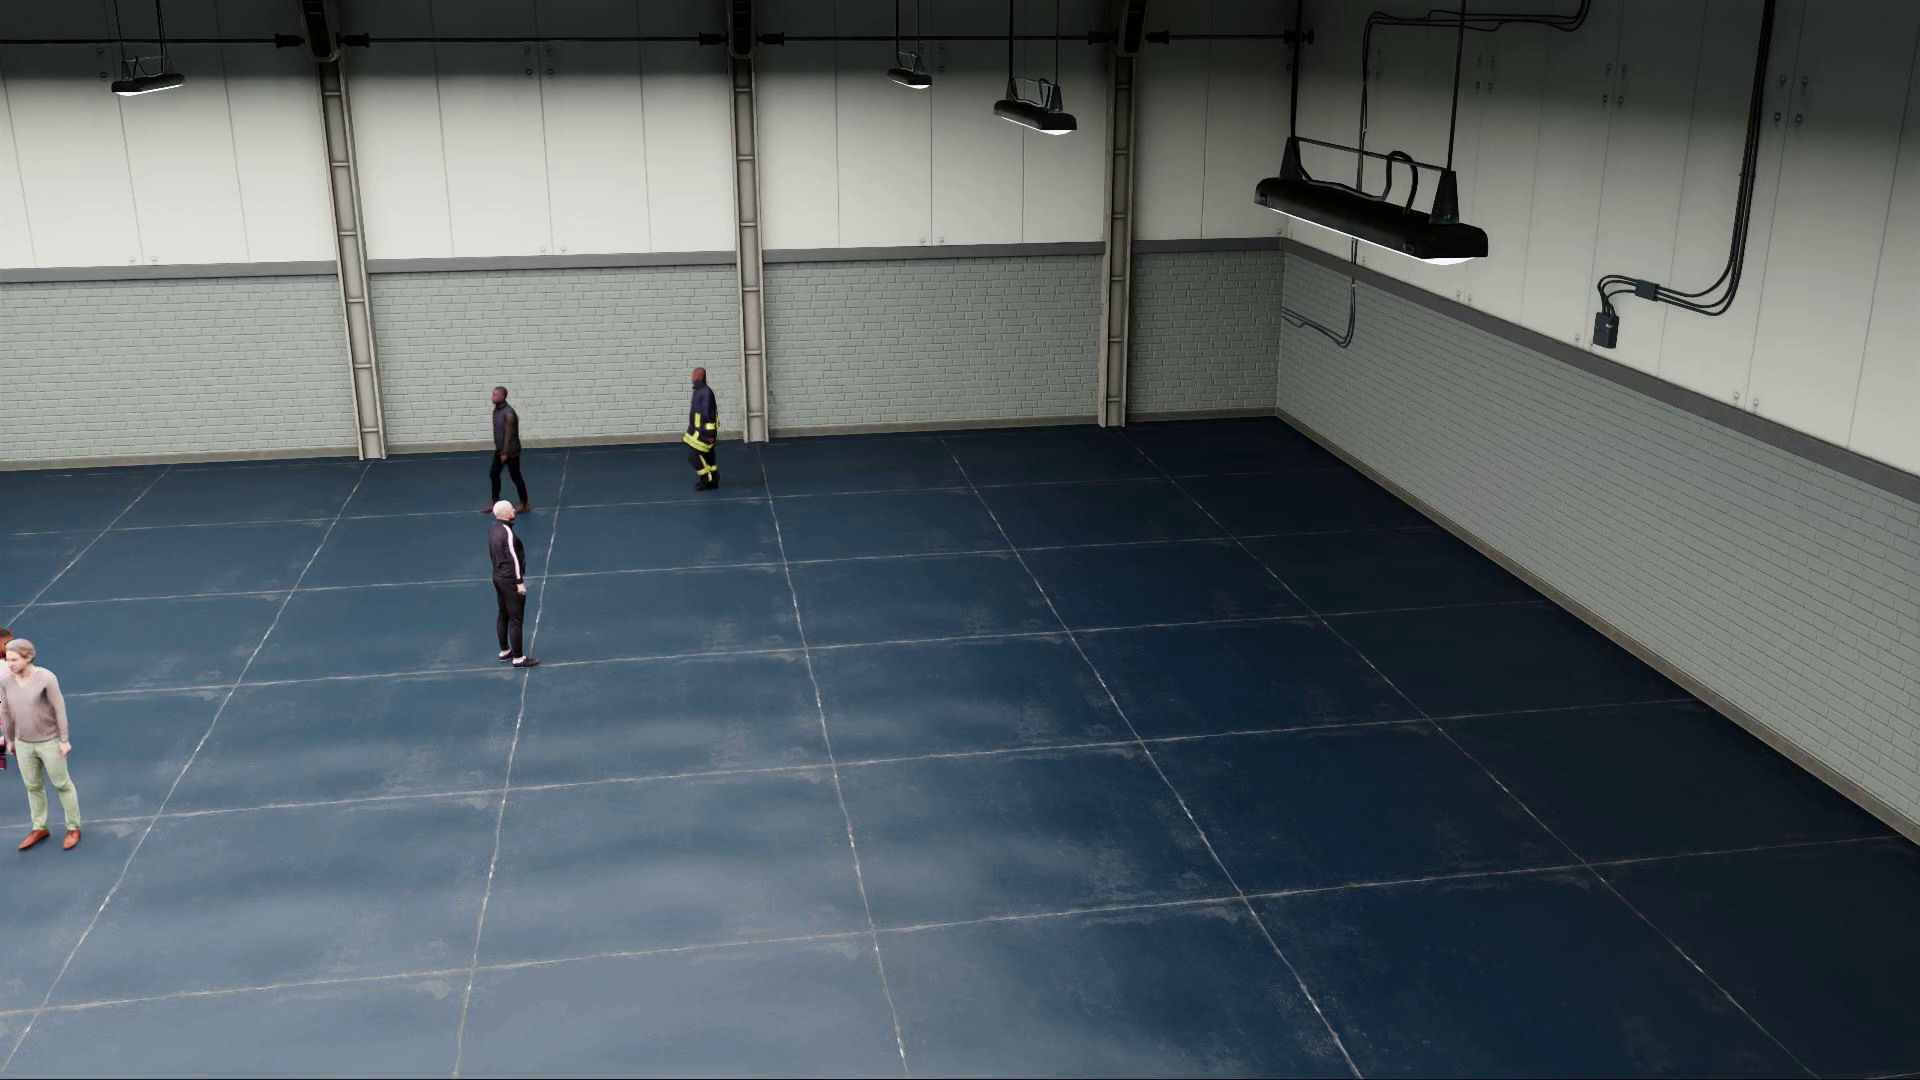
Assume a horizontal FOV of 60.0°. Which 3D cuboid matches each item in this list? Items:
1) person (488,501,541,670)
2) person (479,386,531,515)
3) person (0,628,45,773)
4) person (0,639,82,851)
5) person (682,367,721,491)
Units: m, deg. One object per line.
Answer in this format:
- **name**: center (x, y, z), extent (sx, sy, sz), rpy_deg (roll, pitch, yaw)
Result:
- **person**: center (-4.841, 0.461, 17.814), extent (0.764, 1.837, 0.759), rpy_deg (-15, 24, -39)
- **person**: center (-6.193, -1.240, 23.075), extent (1.063, 1.814, 0.962), rpy_deg (-16, 24, -41)
- **person**: center (-8.785, 1.483, 15.321), extent (0.865, 1.437, 0.787), rpy_deg (9, 20, 27)
- **person**: center (-7.735, 1.693, 13.979), extent (0.585, 1.869, 0.786), rpy_deg (0, 18, 1)
- **person**: center (-3.662, -1.633, 24.287), extent (0.844, 1.811, 0.826), rpy_deg (-6, 19, -19)
